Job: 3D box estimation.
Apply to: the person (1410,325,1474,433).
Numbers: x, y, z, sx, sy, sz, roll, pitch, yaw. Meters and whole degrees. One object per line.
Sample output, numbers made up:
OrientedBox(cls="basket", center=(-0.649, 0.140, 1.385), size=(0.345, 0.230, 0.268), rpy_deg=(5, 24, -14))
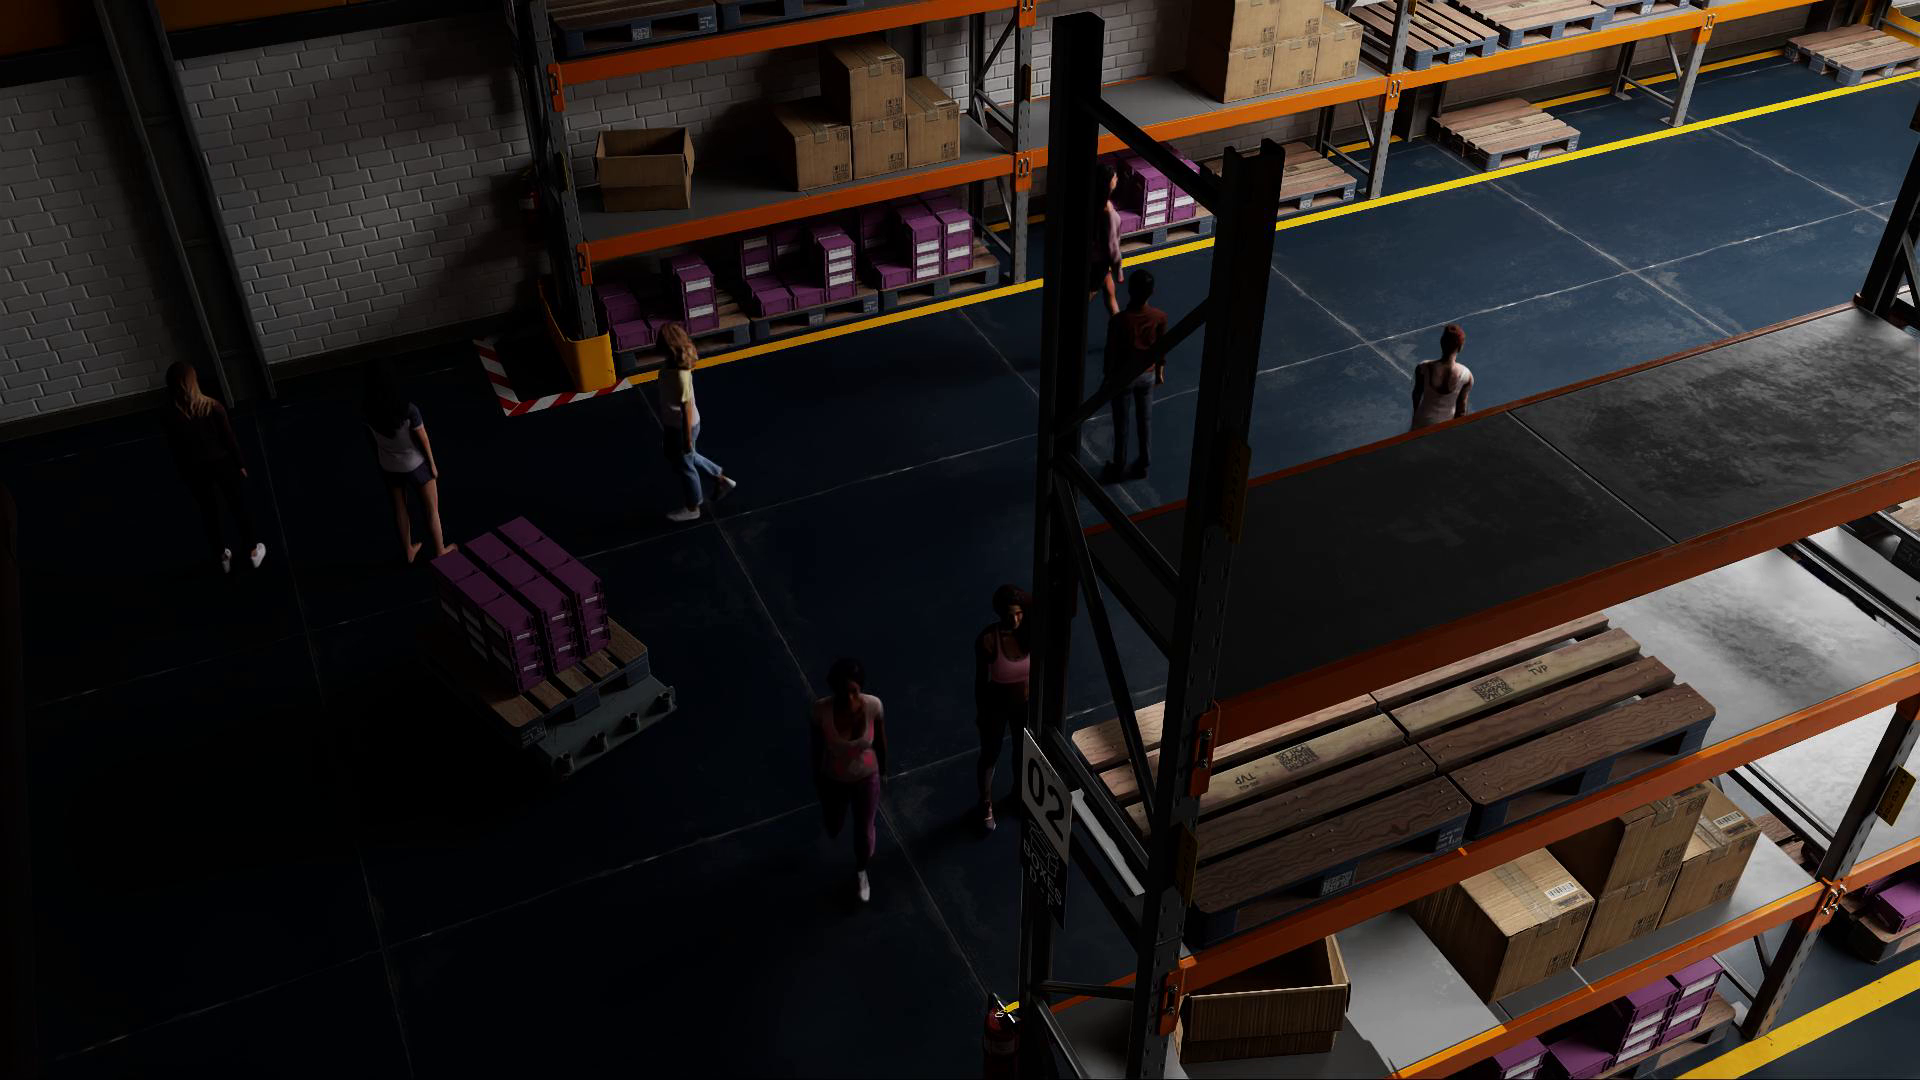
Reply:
OrientedBox(cls="person", center=(3.357, -0.709, 11.908), size=(0.744, 1.781, 0.804), rpy_deg=(13, 41, 16))

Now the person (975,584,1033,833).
OrientedBox(cls="person", center=(0.285, 0.975, 9.810), size=(0.484, 1.767, 0.652), rpy_deg=(-14, 41, -17))

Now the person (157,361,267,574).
OrientedBox(cls="person", center=(-5.283, -0.499, 11.708), size=(0.502, 1.702, 0.693), rpy_deg=(-9, 39, -11))

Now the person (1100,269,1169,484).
OrientedBox(cls="person", center=(1.316, -1.229, 12.560), size=(0.531, 1.779, 0.756), rpy_deg=(-8, 39, -9))

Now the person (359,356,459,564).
OrientedBox(cls="person", center=(-3.942, -0.551, 11.770), size=(0.630, 1.707, 0.735), rpy_deg=(5, 39, 6))

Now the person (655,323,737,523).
OrientedBox(cls="person", center=(-1.935, -0.856, 12.144), size=(0.837, 1.715, 0.727), rpy_deg=(-8, 39, -10))

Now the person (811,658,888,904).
OrientedBox(cls="person", center=(-0.630, 1.286, 9.448), size=(0.864, 1.732, 0.774), rpy_deg=(-6, 39, -8))
